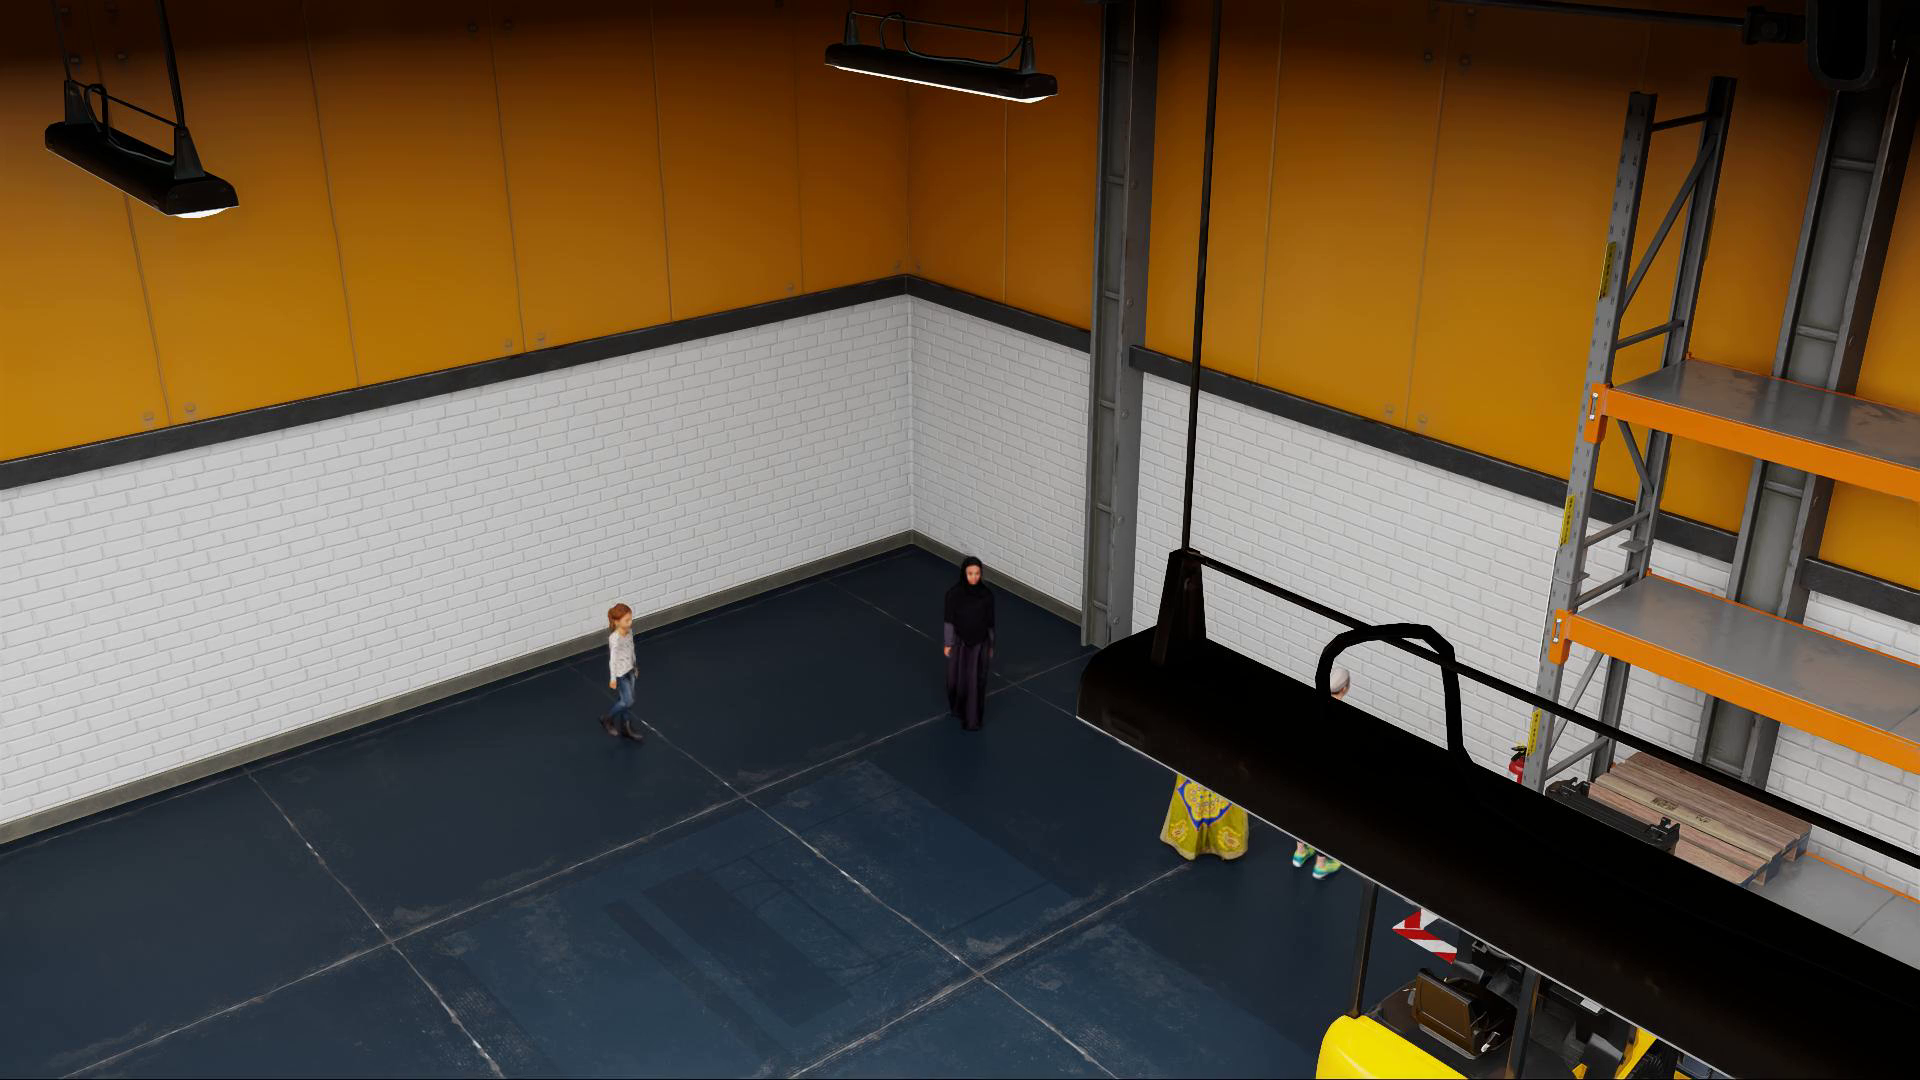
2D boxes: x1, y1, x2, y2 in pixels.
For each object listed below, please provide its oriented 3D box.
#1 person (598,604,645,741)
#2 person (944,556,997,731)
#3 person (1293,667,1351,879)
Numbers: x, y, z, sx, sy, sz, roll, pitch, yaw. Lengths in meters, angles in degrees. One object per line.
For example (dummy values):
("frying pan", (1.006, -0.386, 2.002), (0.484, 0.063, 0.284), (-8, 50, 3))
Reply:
("person", (-2.964, 1.135, 14.310), (0.718, 1.307, 0.644), (5, 24, 12))
("person", (0.070, 0.864, 14.556), (0.815, 1.608, 0.905), (-3, 24, -7))
("person", (2.733, 1.724, 12.474), (0.640, 1.699, 0.462), (-19, 30, -36))
